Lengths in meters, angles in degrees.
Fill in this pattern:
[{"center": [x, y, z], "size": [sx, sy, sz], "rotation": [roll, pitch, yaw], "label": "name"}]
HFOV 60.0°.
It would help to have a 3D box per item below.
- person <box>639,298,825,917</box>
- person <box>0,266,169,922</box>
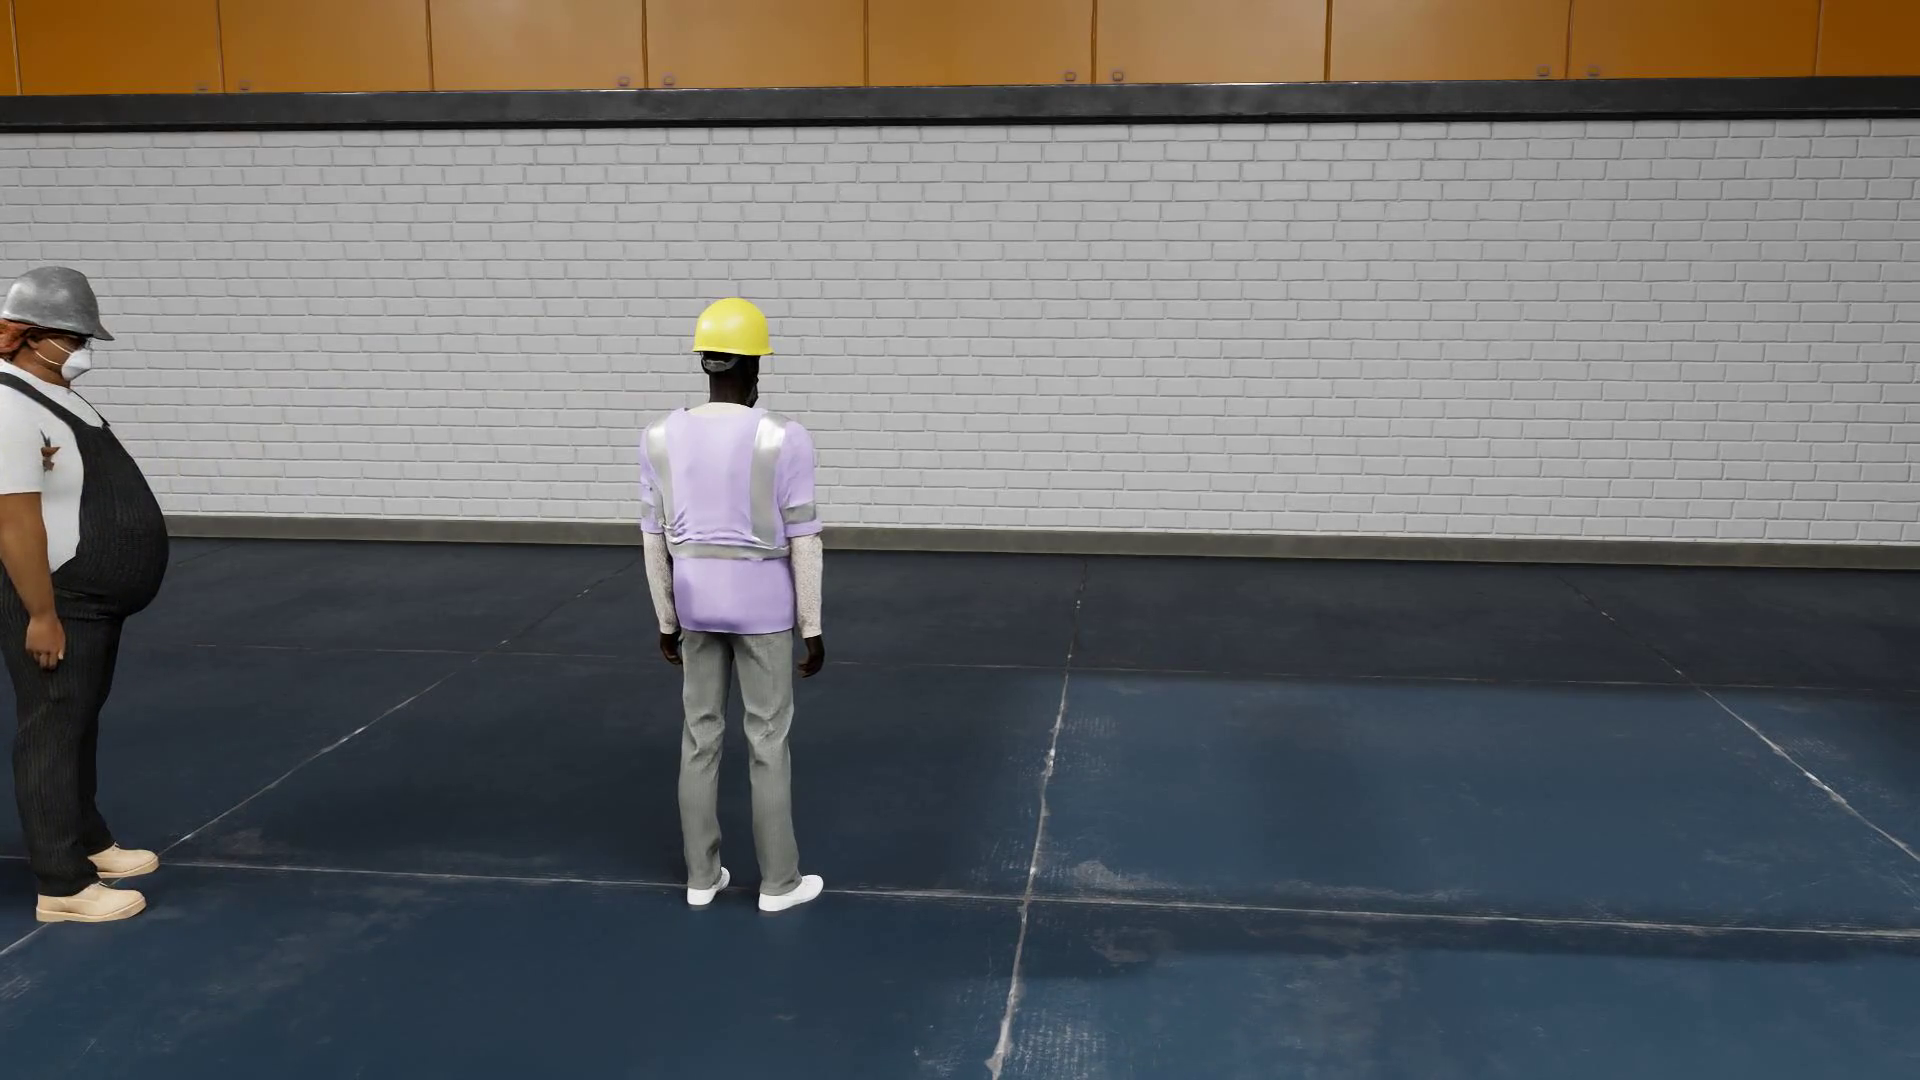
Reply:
[{"center": [-0.697, 0.219, 5.182], "size": [0.587, 1.928, 0.362], "rotation": [3, 10, 15], "label": "person"}, {"center": [-2.777, 0.153, 5.236], "size": [0.536, 2.000, 0.676], "rotation": [-3, 10, -17], "label": "person"}]
